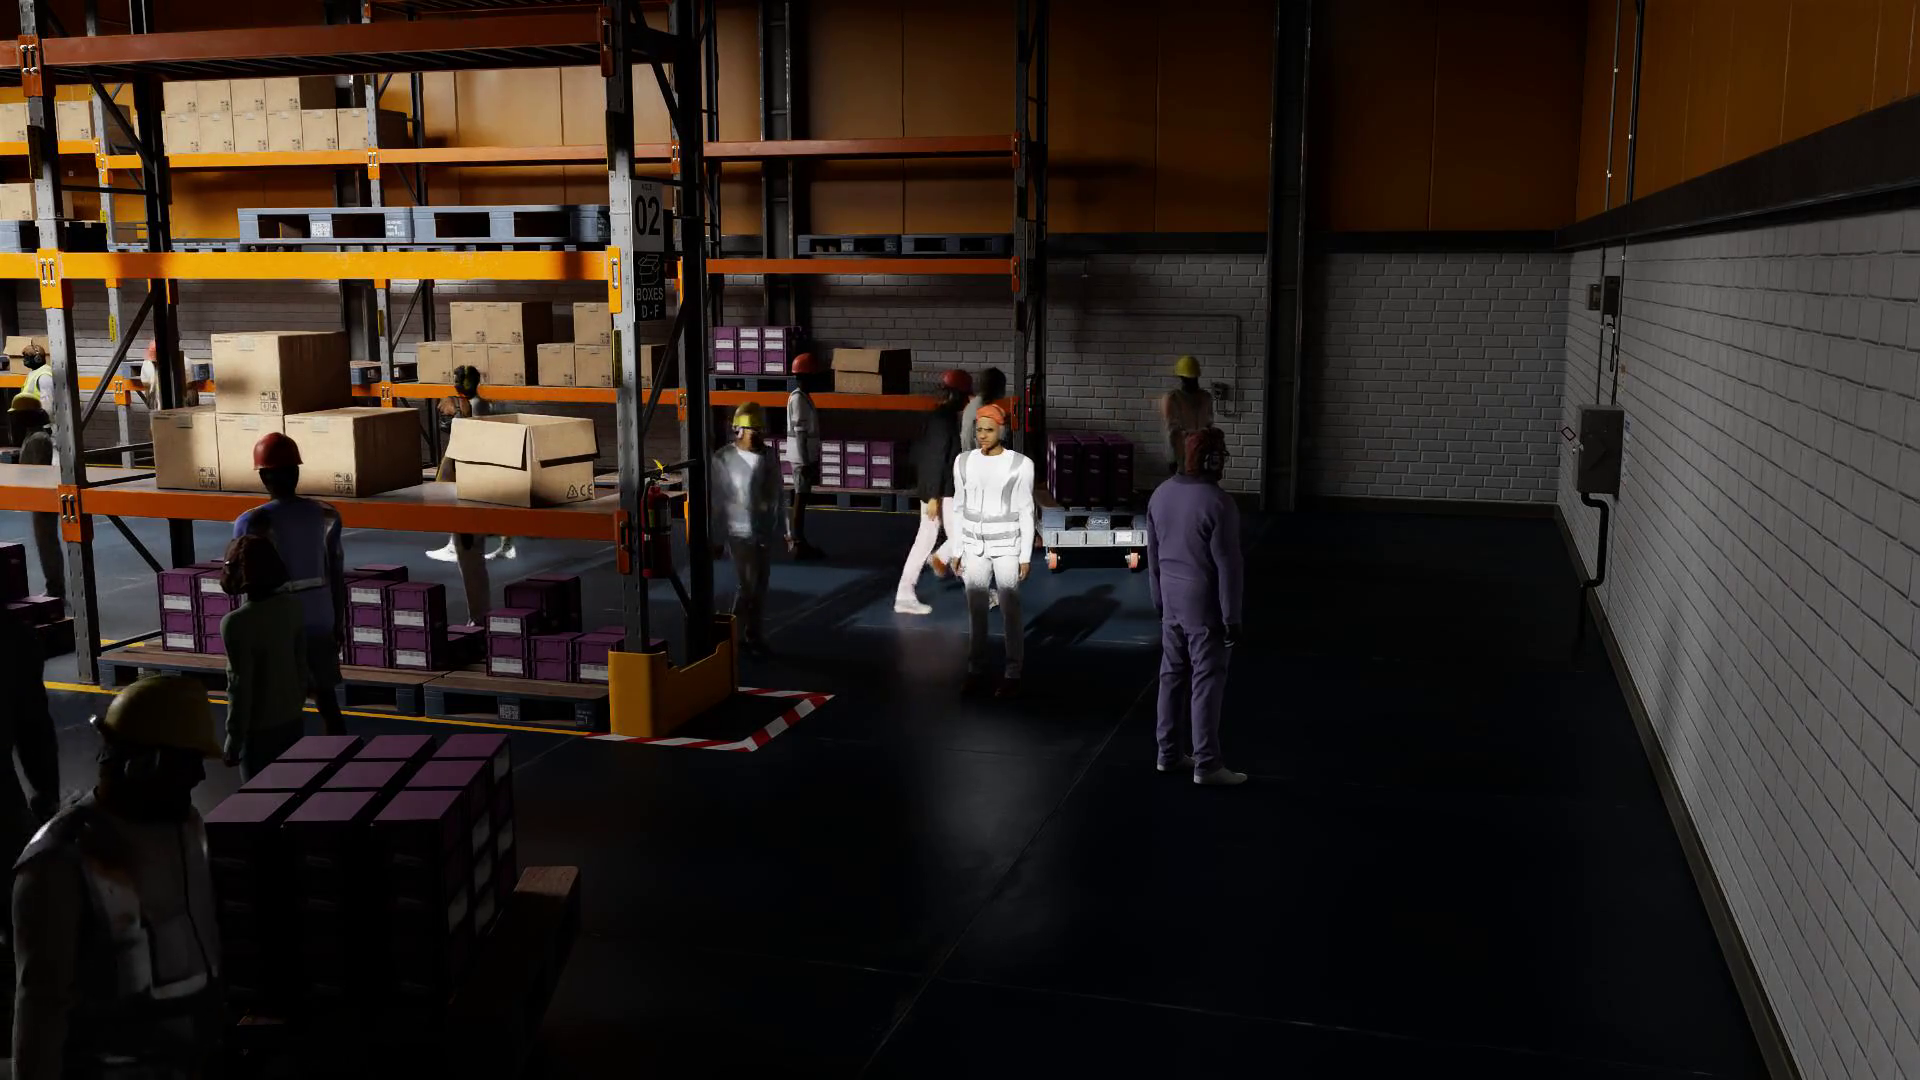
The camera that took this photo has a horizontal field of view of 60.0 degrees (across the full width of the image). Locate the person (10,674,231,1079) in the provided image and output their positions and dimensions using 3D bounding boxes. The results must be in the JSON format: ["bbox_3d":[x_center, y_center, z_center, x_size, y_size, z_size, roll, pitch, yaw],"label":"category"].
[{"bbox_3d":[-1.925,1.219,3.896,0.416,1.789,0.646,1,9,6],"label":"person"}]

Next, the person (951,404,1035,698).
[{"bbox_3d":[0.208,0.068,10.649,0.577,1.879,0.350,5,11,28],"label":"person"}]

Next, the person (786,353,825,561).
[{"bbox_3d":[-1.448,-0.779,15.625,0.361,1.939,0.543,-1,9,-5],"label":"person"}]

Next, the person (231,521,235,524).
[{"bbox_3d":[-7.648,-1.088,17.792,0.325,1.843,0.517,4,10,22],"label":"person"}]

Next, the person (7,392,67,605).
[{"bbox_3d":[-7.479,-0.326,13.481,0.321,1.739,0.491,-6,11,-32],"label":"person"}]

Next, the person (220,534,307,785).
[{"bbox_3d":[-2.926,0.786,7.012,0.269,1.632,0.509,2,10,12],"label":"person"}]

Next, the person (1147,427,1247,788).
[{"bbox_3d":[1.282,0.350,8.838,0.407,1.906,0.655,-6,11,-33],"label":"person"}]

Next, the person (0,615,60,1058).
[{"bbox_3d":[-3.227,0.913,5.344,0.685,1.924,0.648,8,13,42],"label":"person"}]

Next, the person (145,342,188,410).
[{"bbox_3d":[-9.226,-1.383,19.515,0.361,1.902,0.585,0,9,2],"label":"person"}]

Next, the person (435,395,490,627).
[{"bbox_3d":[-3.561,-0.125,11.967,0.428,1.836,0.626,-2,10,-14],"label":"person"}]

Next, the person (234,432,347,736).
[{"bbox_3d":[-3.319,0.432,8.257,0.376,1.934,0.546,8,12,39],"label":"person"}]

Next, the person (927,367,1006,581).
[{"bbox_3d":[0.077,-0.541,14.294,0.718,1.906,0.688,-1,9,-9],"label":"person"}]

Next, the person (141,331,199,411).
[{"bbox_3d":[-9.614,-1.619,20.430,0.688,2.000,0.539,2,10,12],"label":"person"}]

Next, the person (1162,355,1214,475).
[{"bbox_3d":[2.223,-0.834,16.074,0.596,1.900,0.406,-4,10,-25],"label":"person"}]

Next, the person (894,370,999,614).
[{"bbox_3d":[-0.078,-0.365,13.120,0.976,1.927,0.685,-1,9,-5],"label":"person"}]

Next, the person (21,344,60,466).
[{"bbox_3d":[-10.883,-1.397,19.726,0.429,1.837,0.624,-7,12,-37],"label":"person"}]

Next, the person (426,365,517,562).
[{"bbox_3d":[-4.592,-0.703,15.479,0.897,1.827,0.541,-2,10,-12],"label":"person"}]

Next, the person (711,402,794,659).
[{"bbox_3d":[-1.453,-0.059,11.624,0.430,1.816,0.601,8,12,40],"label":"person"}]
